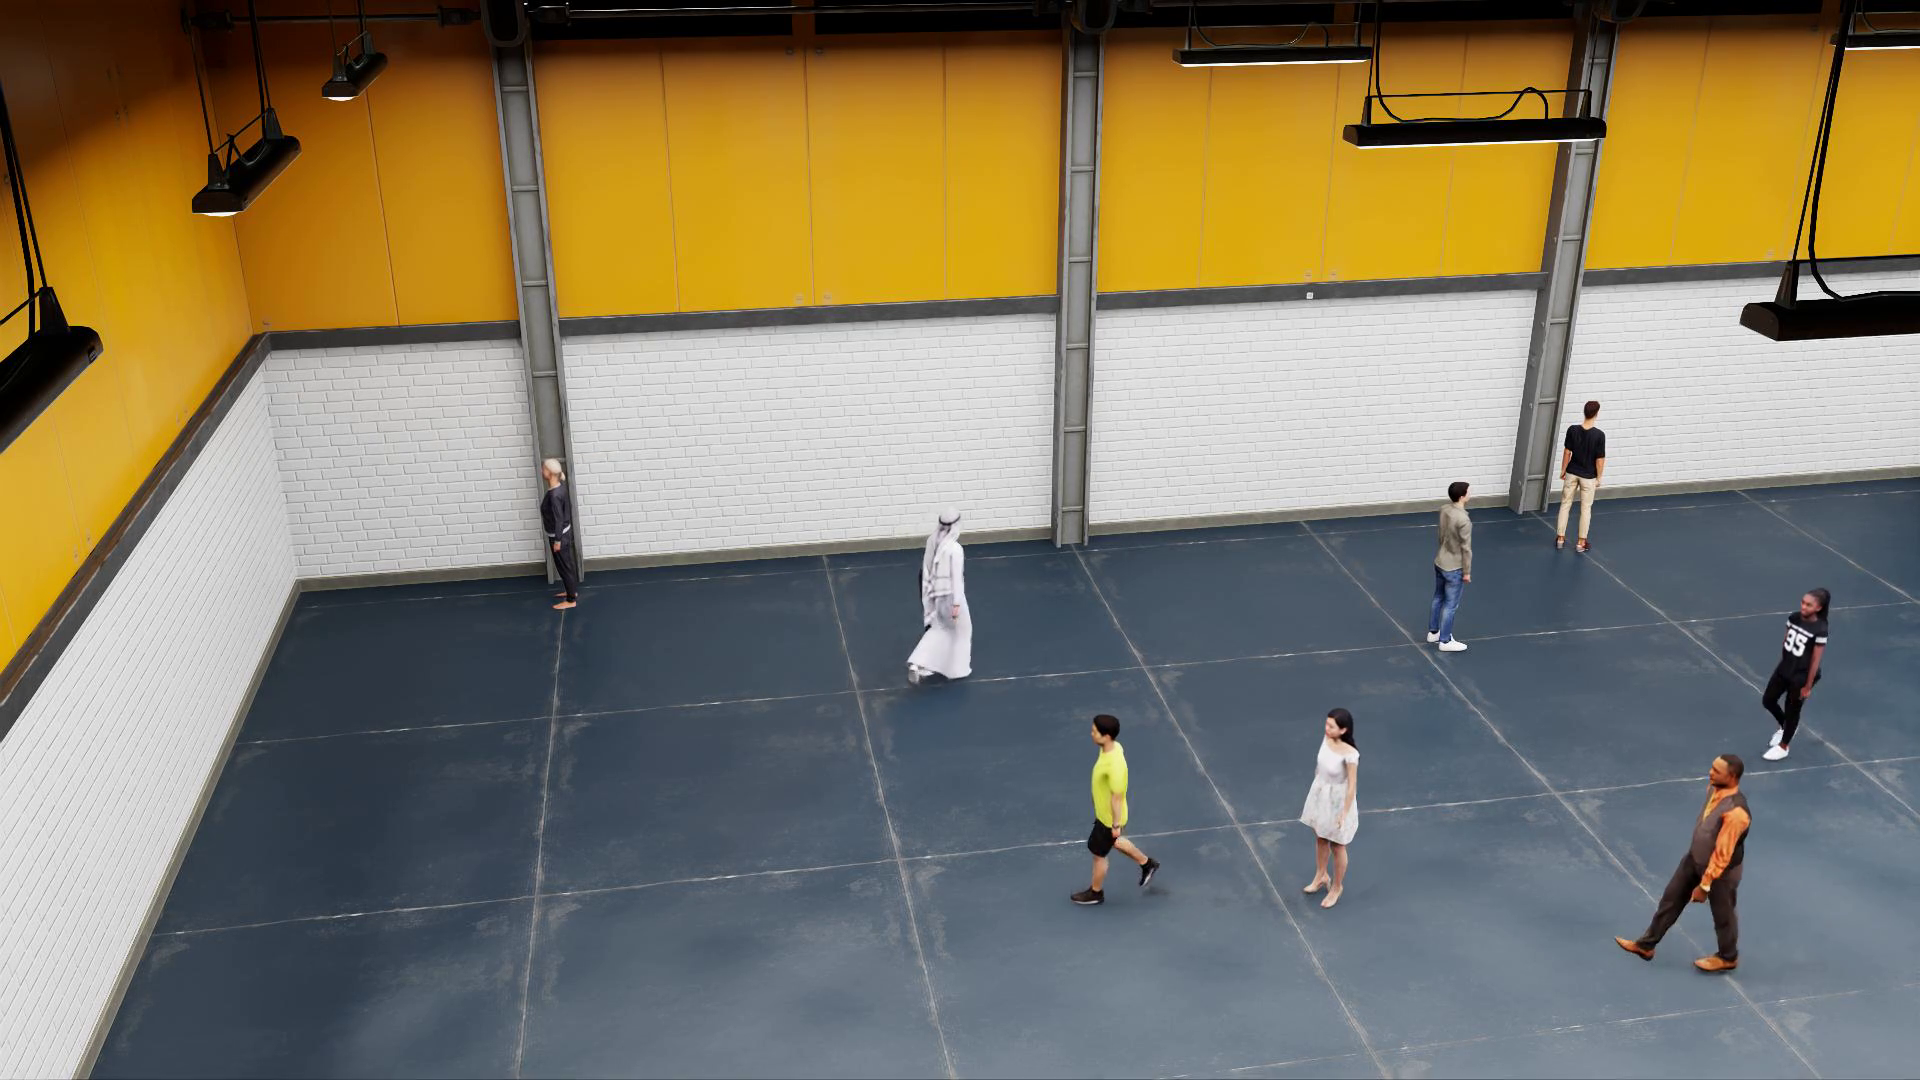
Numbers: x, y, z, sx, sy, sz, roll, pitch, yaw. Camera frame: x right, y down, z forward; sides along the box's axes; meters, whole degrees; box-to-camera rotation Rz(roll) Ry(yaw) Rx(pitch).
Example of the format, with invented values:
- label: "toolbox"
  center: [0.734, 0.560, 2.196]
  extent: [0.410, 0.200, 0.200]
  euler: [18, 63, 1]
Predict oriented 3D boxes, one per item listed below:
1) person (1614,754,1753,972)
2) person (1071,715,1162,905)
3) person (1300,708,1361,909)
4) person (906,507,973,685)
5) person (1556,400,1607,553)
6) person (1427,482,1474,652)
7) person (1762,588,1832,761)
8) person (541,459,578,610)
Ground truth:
- label: "person"
  center: [5.712, 2.446, 12.374]
  extent: [1.216, 1.871, 0.866]
  euler: [1, 24, 1]
- label: "person"
  center: [1.281, 2.151, 13.277]
  extent: [0.999, 1.688, 0.693]
  euler: [-1, 24, -3]
- label: "person"
  center: [2.965, 2.119, 13.242]
  extent: [0.711, 1.774, 0.710]
  euler: [-10, 25, -21]
- label: "person"
  center: [-0.211, 0.605, 16.550]
  extent: [1.157, 1.900, 1.018]
  euler: [-20, 30, -38]
- label: "person"
  center: [7.373, -0.764, 19.741]
  extent: [0.698, 1.852, 0.758]
  euler: [16, 28, 32]
- label: "person"
  center: [5.124, 0.260, 17.381]
  extent: [0.614, 1.866, 0.719]
  euler: [-7, 24, -15]
- label: "person"
  center: [7.762, 1.240, 15.321]
  extent: [0.753, 1.720, 0.694]
  euler: [-10, 25, -21]
- label: "person"
  center: [-4.417, -0.091, 18.360]
  extent: [0.538, 1.726, 0.618]
  euler: [-2, 24, -5]
